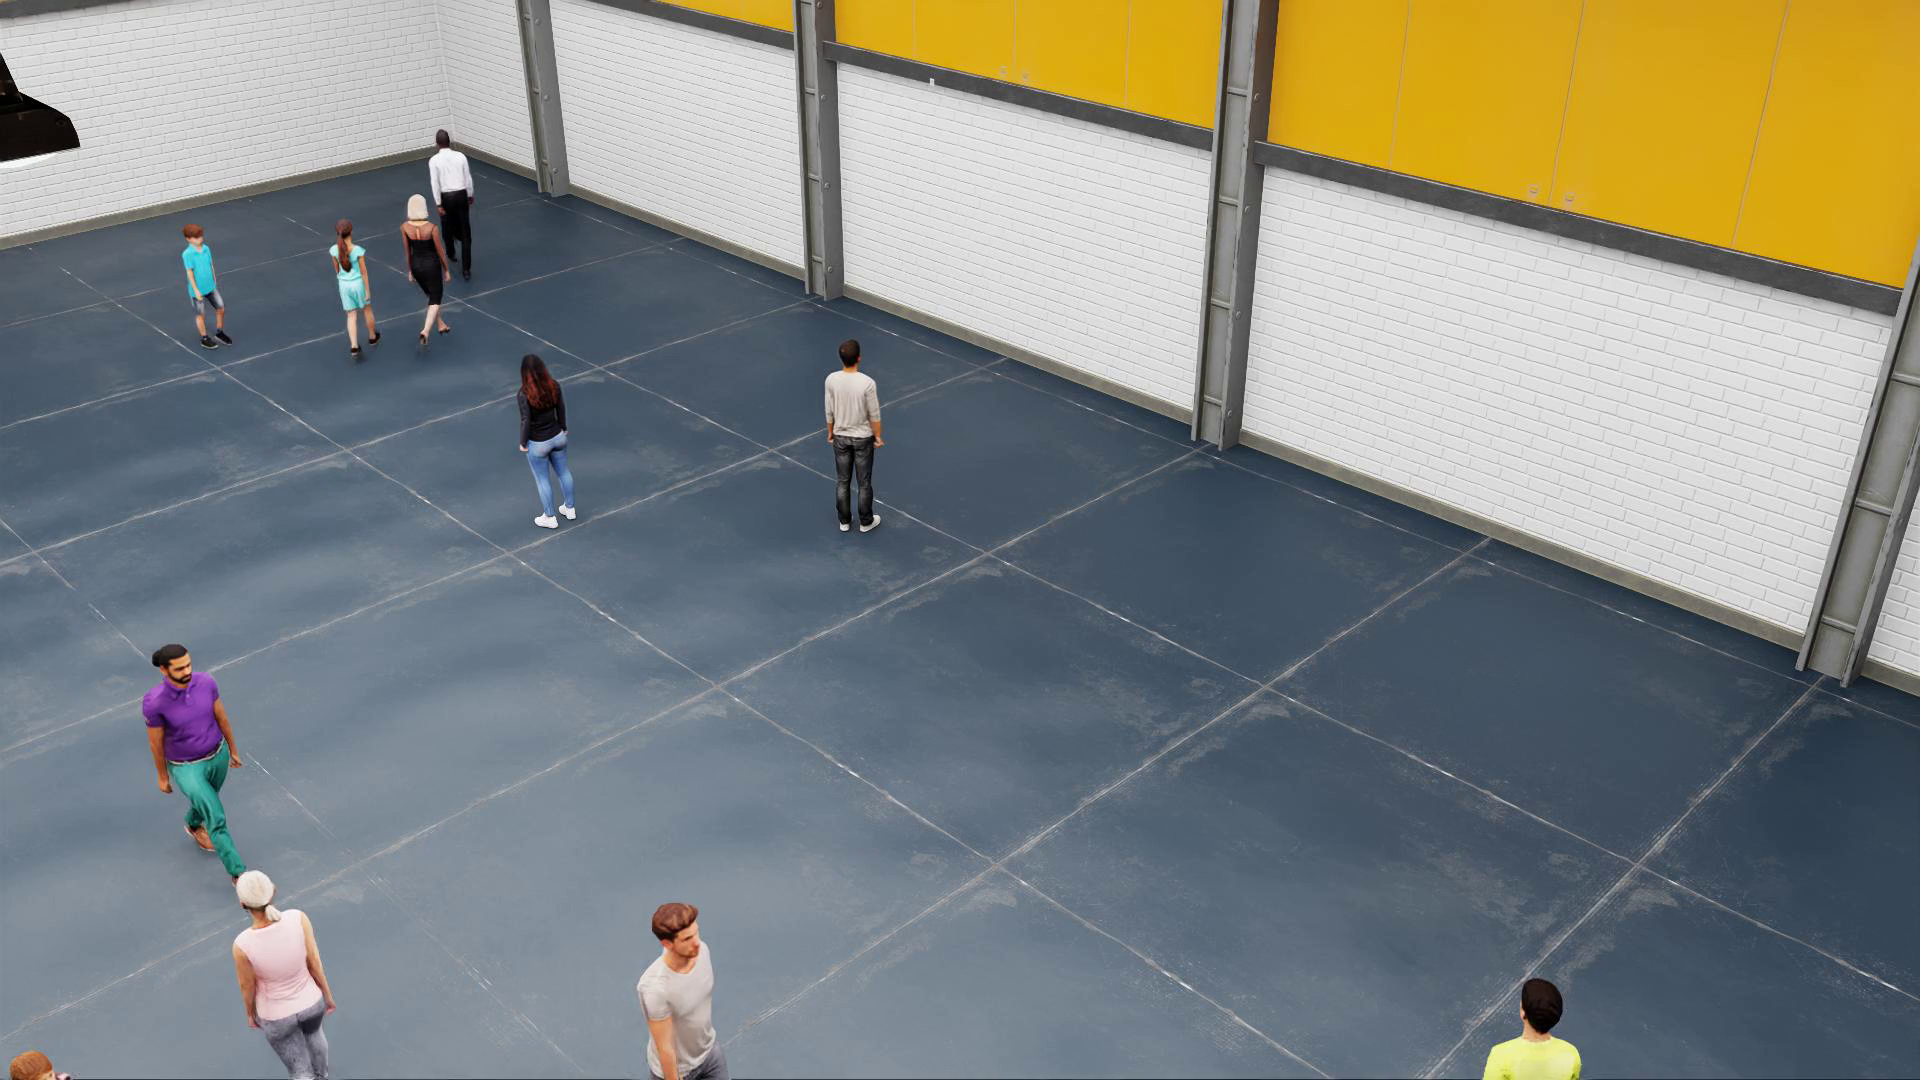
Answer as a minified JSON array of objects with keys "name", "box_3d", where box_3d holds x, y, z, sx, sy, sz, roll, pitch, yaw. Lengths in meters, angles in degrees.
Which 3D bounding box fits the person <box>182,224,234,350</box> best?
[{"name":"person","box_3d":[-8.564,-2.862,18.687,0.625,1.436,0.581,19,34,31]}]

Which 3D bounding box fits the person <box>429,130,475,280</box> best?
[{"name":"person","box_3d":[-6.258,-4.139,20.643,0.967,1.805,1.217,-10,30,-18]}]

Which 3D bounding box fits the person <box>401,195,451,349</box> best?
[{"name":"person","box_3d":[-5.981,-2.962,18.575,1.067,1.718,1.046,5,29,8]}]

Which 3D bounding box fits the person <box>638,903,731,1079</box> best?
[{"name":"person","box_3d":[-1.457,2.559,8.302,1.273,1.864,0.856,16,33,27]}]

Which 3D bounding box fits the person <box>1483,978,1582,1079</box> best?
[{"name":"person","box_3d":[2.699,2.871,7.936,1.105,1.667,1.174,-1,29,-1]}]

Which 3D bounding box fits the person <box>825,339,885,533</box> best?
[{"name":"person","box_3d":[-0.947,-0.918,14.729,0.676,1.812,0.799,7,29,12]}]

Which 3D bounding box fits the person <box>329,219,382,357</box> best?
[{"name":"person","box_3d":[-6.746,-2.774,18.421,0.913,1.534,1.010,-3,29,-5]}]

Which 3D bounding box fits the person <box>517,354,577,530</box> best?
[{"name":"person","box_3d":[-3.712,-0.896,14.876,0.569,1.633,0.656,22,36,35]}]

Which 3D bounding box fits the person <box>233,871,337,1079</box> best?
[{"name":"person","box_3d":[-3.432,2.472,8.628,0.615,1.705,0.850,-21,35,-33]}]

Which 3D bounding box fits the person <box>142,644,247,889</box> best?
[{"name":"person","box_3d":[-4.897,1.391,10.592,1.235,1.721,0.806,18,33,30]}]

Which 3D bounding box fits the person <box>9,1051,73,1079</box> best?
[{"name":"person","box_3d":[-4.439,2.990,8.131,0.965,1.271,0.771,10,30,18]}]
